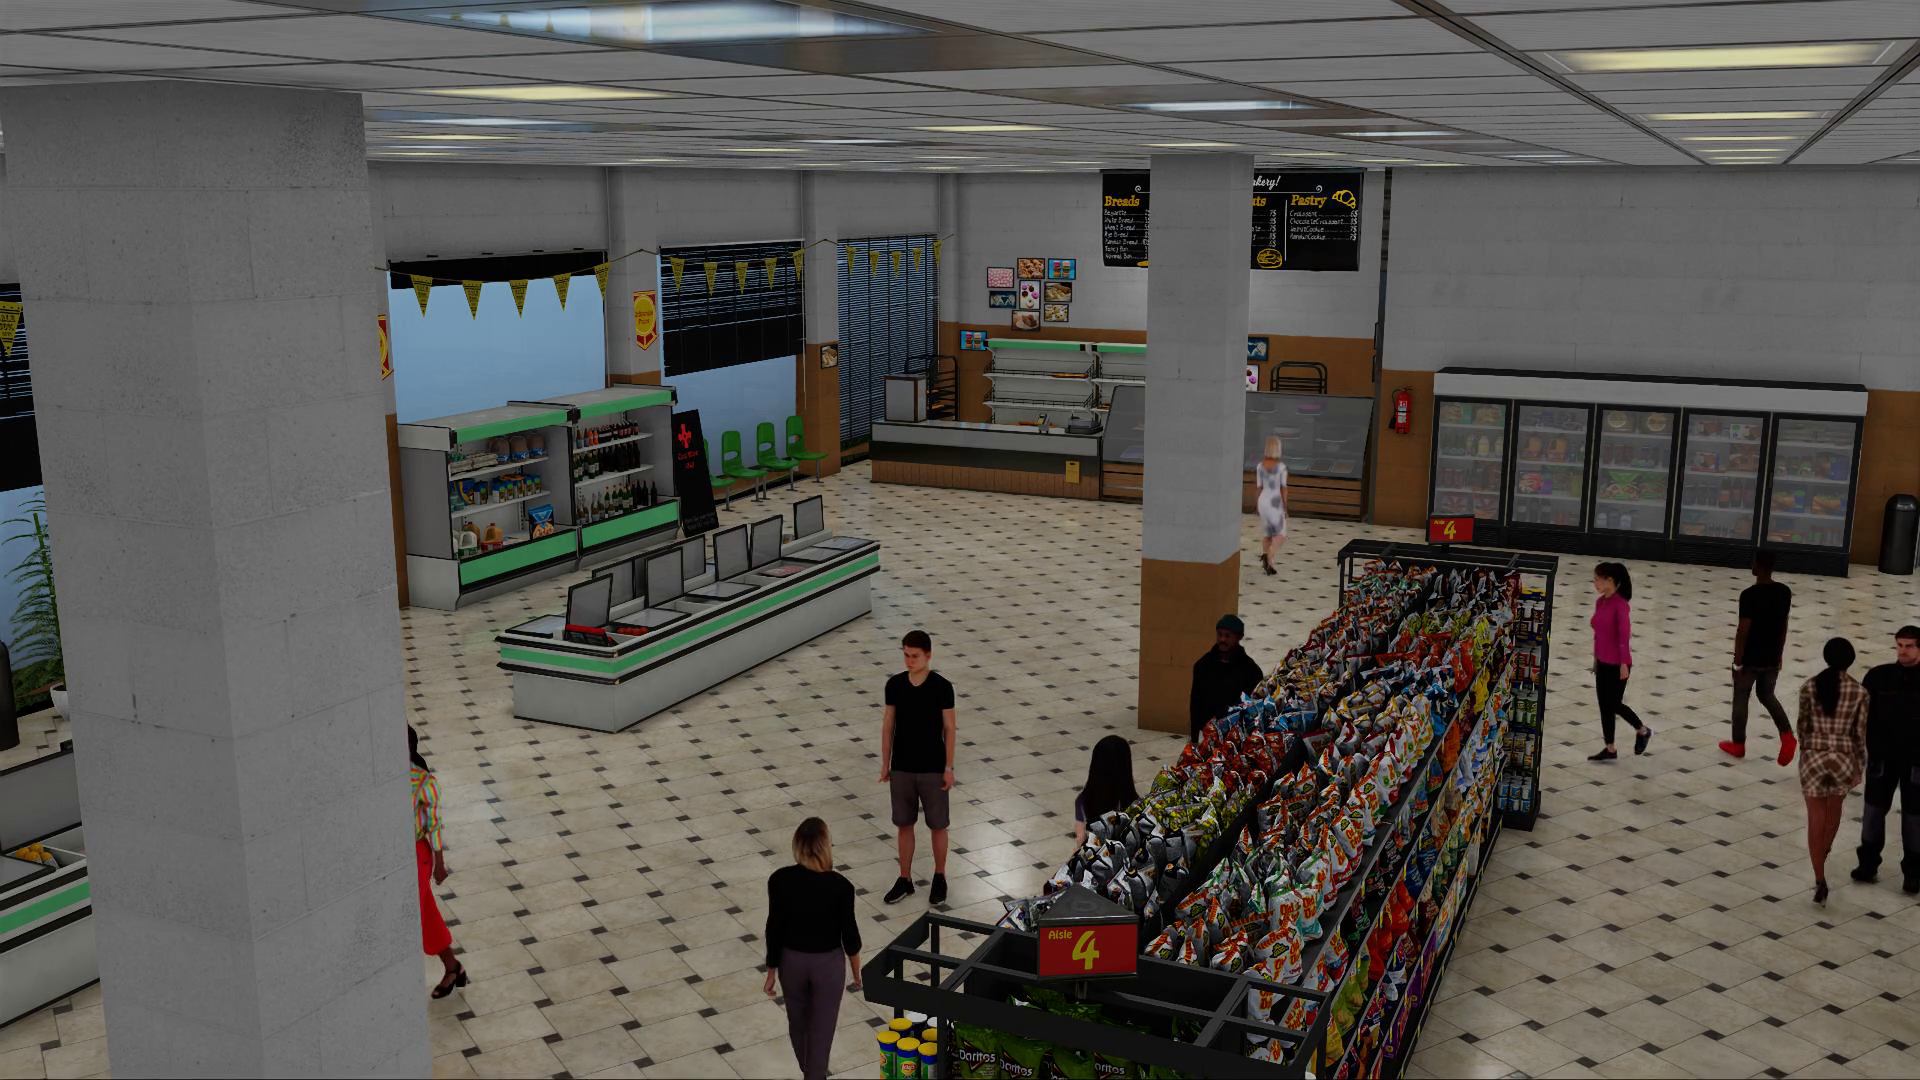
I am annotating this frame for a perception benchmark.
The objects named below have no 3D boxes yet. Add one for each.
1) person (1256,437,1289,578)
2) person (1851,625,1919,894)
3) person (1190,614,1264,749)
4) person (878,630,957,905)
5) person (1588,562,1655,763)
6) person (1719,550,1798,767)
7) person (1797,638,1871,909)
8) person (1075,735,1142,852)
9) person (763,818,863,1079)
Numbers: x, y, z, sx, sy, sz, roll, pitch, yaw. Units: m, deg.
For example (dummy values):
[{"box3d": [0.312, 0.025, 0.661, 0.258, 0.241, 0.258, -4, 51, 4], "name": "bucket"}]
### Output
[{"box3d": [3.790, -0.383, 20.342, 0.666, 1.740, 0.822, 9, 15, 37], "name": "person"}, {"box3d": [6.420, 1.467, 11.321, 0.777, 1.837, 0.673, 10, 15, 39], "name": "person"}, {"box3d": [1.875, 1.396, 11.703, 0.675, 1.817, 0.564, 6, 13, 27], "name": "person"}, {"box3d": [-0.258, 1.499, 11.111, 0.724, 1.861, 0.712, 3, 12, 16], "name": "person"}, {"box3d": [5.496, 1.029, 13.798, 0.909, 1.673, 0.865, -3, 12, -15], "name": "person"}, {"box3d": [6.640, 0.996, 13.685, 0.986, 1.784, 1.129, -2, 12, -9], "name": "person"}, {"box3d": [5.762, 1.579, 11.028, 0.611, 1.738, 1.105, 5, 13, 22], "name": "person"}, {"box3d": [0.836, 1.952, 9.363, 0.596, 1.695, 0.724, 5, 13, 24], "name": "person"}, {"box3d": [-0.760, 2.214, 8.225, 0.736, 1.650, 0.945, 3, 12, 12], "name": "person"}]
